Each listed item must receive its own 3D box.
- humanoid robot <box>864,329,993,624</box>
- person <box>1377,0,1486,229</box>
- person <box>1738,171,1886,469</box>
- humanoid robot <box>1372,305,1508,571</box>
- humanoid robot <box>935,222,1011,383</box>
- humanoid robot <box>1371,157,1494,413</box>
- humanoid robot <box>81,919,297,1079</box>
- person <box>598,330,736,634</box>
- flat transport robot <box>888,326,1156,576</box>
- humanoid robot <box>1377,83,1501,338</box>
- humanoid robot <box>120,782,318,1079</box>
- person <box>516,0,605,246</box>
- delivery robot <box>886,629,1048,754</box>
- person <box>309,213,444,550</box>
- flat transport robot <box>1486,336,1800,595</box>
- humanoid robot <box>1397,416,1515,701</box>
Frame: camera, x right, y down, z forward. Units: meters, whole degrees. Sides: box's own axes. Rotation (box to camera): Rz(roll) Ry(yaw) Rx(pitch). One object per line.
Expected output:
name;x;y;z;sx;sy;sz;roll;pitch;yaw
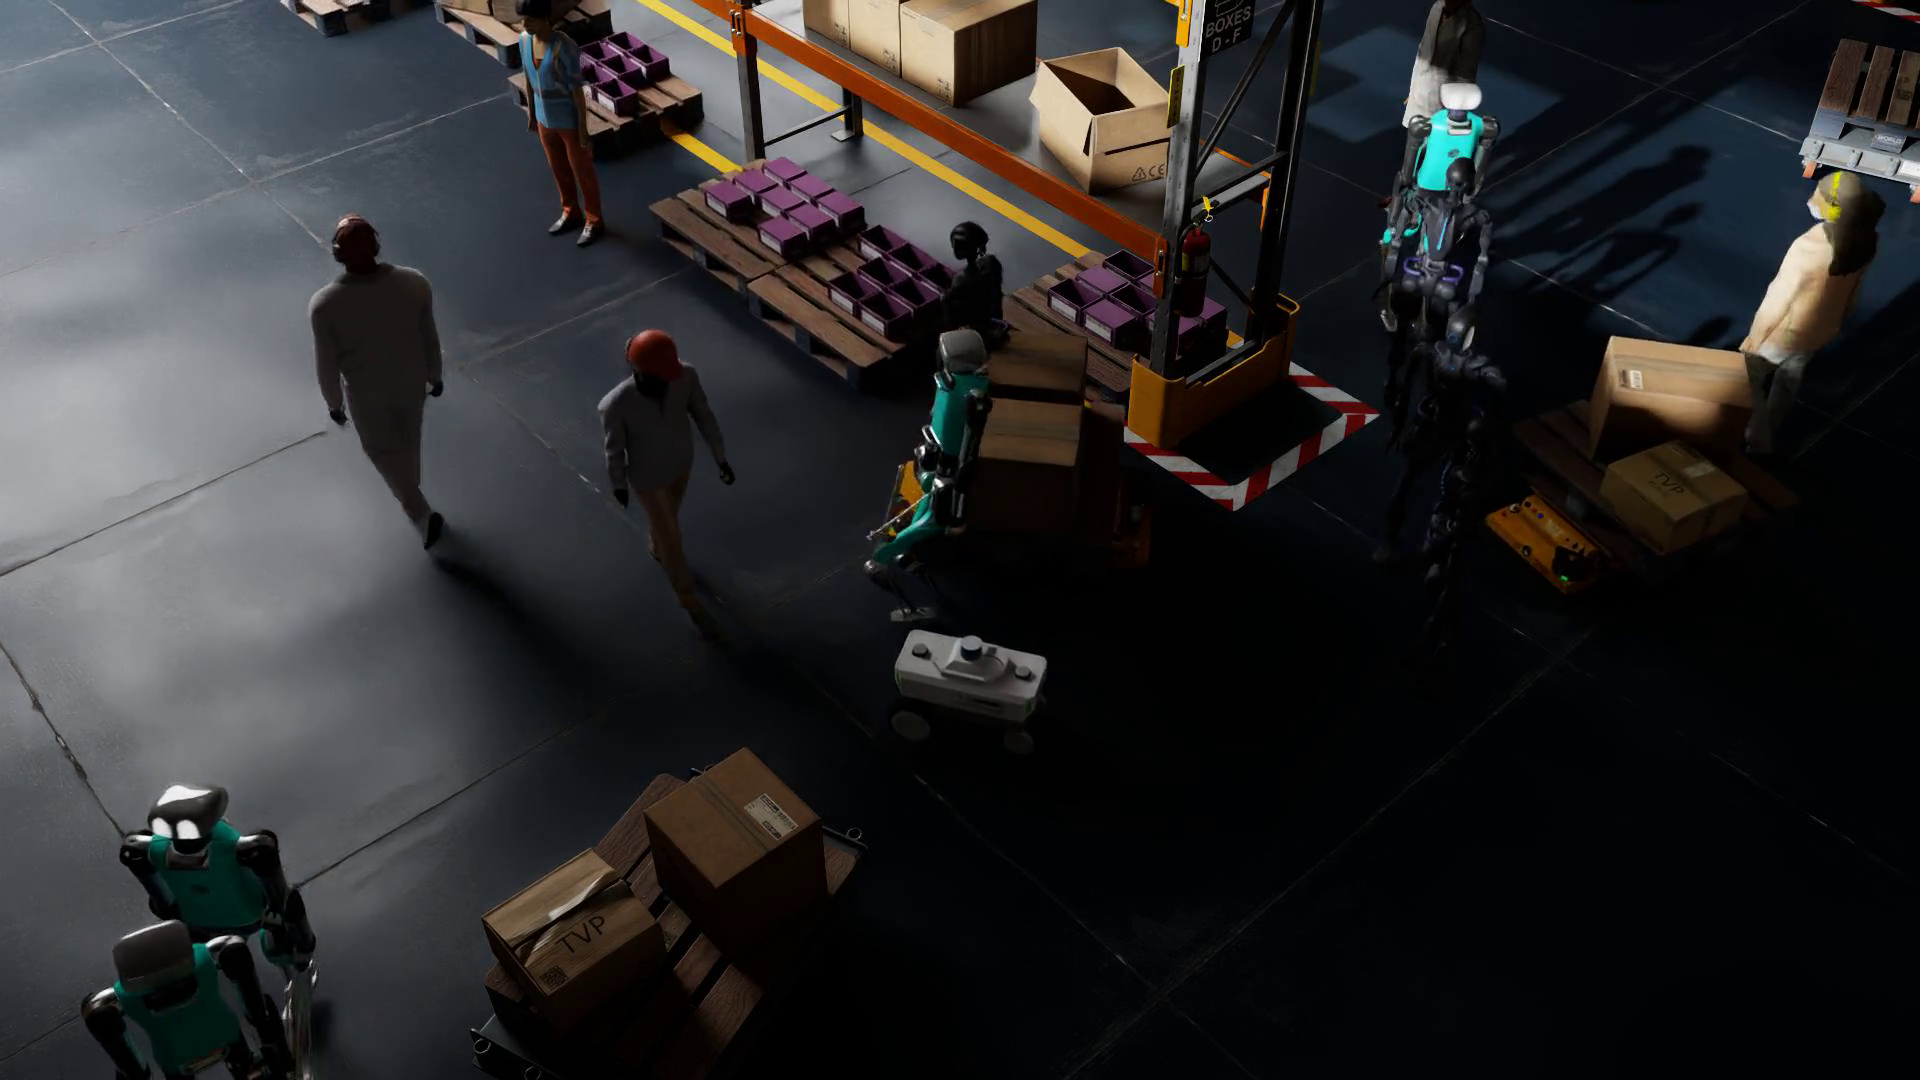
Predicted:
humanoid robot;-0.244;-0.196;8.286;0.775;1.845;0.542;-13;44;-13
person;3.201;-2.980;11.181;0.367;1.835;0.503;-19;46;-19
person;4.663;-1.190;9.209;0.680;1.867;0.409;-14;45;-15
humanoid robot;2.501;-0.488;8.589;0.615;1.651;0.440;25;48;25
humanoid robot;0.099;-1.001;9.143;0.367;1.643;0.608;22;47;22
humanoid robot;2.715;-1.461;9.643;0.612;1.650;0.310;13;44;14
humanoid robot;-2.442;2.114;5.752;0.548;1.813;0.895;-27;49;-26
person;-1.447;-0.343;8.407;0.849;1.700;0.557;32;51;30
flat transport robot;0.359;-0.177;9.287;1.431;0.231;0.659;6;43;6
humanoid robot;2.857;-2.074;10.251;0.538;1.779;0.686;-1;43;-1
humanoid robot;-2.722;1.432;6.444;0.558;1.735;0.960;-2;43;-2
person;-2.667;-2.803;11.044;0.497;1.759;0.332;21;47;21
delivery robot;0.043;0.702;8.116;0.784;0.589;0.499;11;44;12
person;-3.000;-0.805;8.793;0.666;1.871;0.732;-25;48;-24
flat transport robot;3.722;-0.171;9.281;1.431;0.231;0.659;-19;46;-19
humanoid robot;2.401;0.067;7.984;0.352;1.658;0.612;15;45;16
